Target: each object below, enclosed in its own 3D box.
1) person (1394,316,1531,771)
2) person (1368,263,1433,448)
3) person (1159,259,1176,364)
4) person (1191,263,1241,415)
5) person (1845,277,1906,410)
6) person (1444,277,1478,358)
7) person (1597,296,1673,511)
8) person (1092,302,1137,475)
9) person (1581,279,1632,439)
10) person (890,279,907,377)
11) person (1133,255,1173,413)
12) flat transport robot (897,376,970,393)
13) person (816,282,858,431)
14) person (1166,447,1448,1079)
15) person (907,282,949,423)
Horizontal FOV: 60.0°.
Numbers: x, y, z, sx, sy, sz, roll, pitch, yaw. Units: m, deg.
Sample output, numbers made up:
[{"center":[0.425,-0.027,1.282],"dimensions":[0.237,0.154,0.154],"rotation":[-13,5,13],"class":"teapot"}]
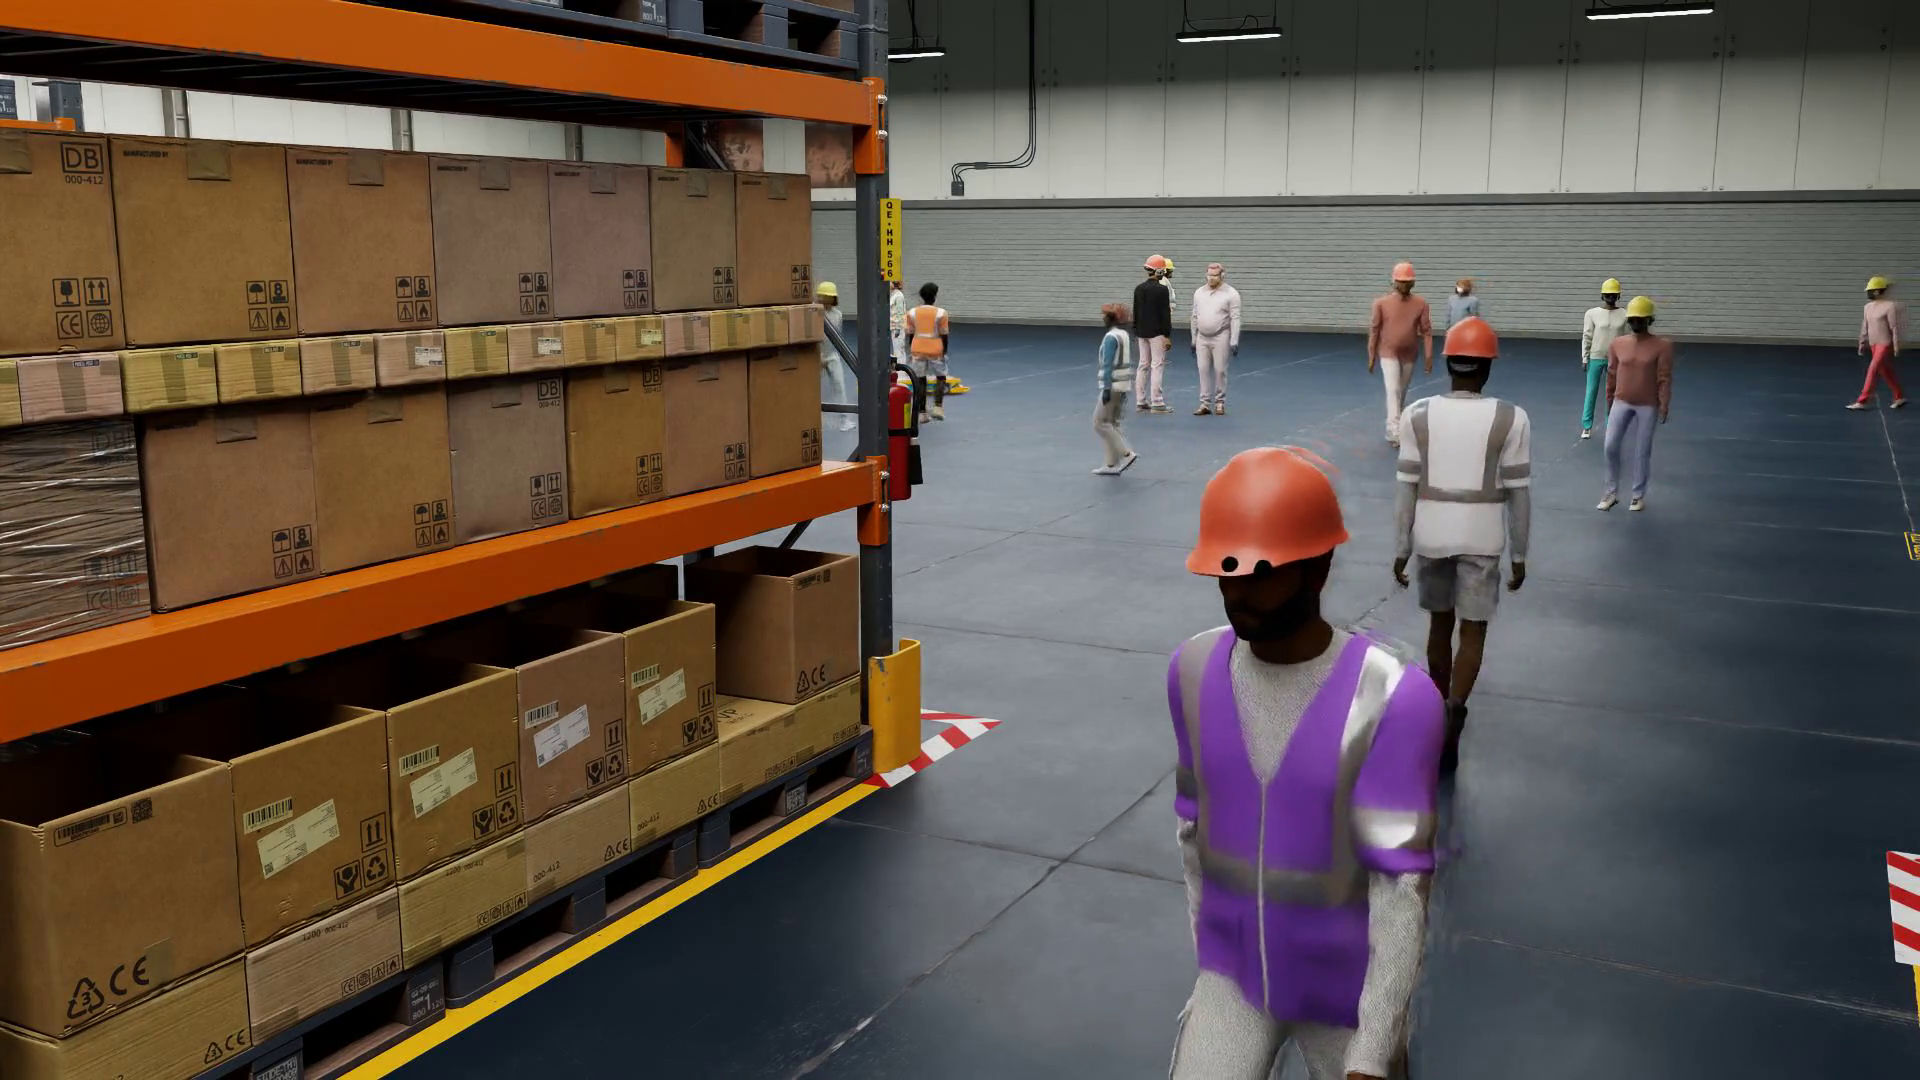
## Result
[{"center":[2.122,0.006,7.098],"dimensions":[0.555,1.910,0.899],"rotation":[5,12,26],"class":"person"},{"center":[4.716,-1.969,17.759],"dimensions":[0.641,1.939,1.017],"rotation":[0,10,-2],"class":"person"},{"center":[3.589,-4.017,29.218],"dimensions":[0.403,1.830,0.600],"rotation":[1,10,5],"class":"person"},{"center":[3.180,-2.502,20.787],"dimensions":[0.672,1.912,0.432],"rotation":[7,12,33],"class":"person"},{"center":[11.921,-2.534,21.481],"dimensions":[0.932,1.709,0.537],"rotation":[-2,11,-9],"class":"person"},{"center":[7.484,-3.124,24.894],"dimensions":[0.361,1.621,0.517],"rotation":[-9,14,-41],"class":"person"},{"center":[5.463,-1.084,13.459],"dimensions":[0.534,1.751,0.570],"rotation":[7,12,33],"class":"person"},{"center":[1.431,-1.398,15.471],"dimensions":[0.375,1.626,0.542],"rotation":[4,11,19],"class":"person"},{"center":[7.135,-1.992,18.360],"dimensions":[0.525,1.769,0.315],"rotation":[2,11,9],"class":"person"},{"center":[-0.968,-3.226,25.423],"dimensions":[0.311,1.642,0.513],"rotation":[-2,11,-11],"class":"person"},{"center":[2.452,-2.602,21.056],"dimensions":[0.382,1.993,0.622],"rotation":[-8,13,-36],"class":"person"},{"center":[-0.642,-2.189,23.508],"dimensions":[1.431,0.197,0.652],"rotation":[-5,11,-25],"class":"flat transport robot"},{"center":[-1.508,-2.075,18.988],"dimensions":[0.505,1.705,0.869],"rotation":[-7,12,-32],"class":"person"},{"center":[0.562,0.777,2.933],"dimensions":[0.556,1.880,0.975],"rotation":[8,13,36],"class":"person"},{"center":[-0.369,-2.235,19.920],"dimensions":[0.536,1.683,0.429],"rotation":[3,11,14],"class":"person"}]
